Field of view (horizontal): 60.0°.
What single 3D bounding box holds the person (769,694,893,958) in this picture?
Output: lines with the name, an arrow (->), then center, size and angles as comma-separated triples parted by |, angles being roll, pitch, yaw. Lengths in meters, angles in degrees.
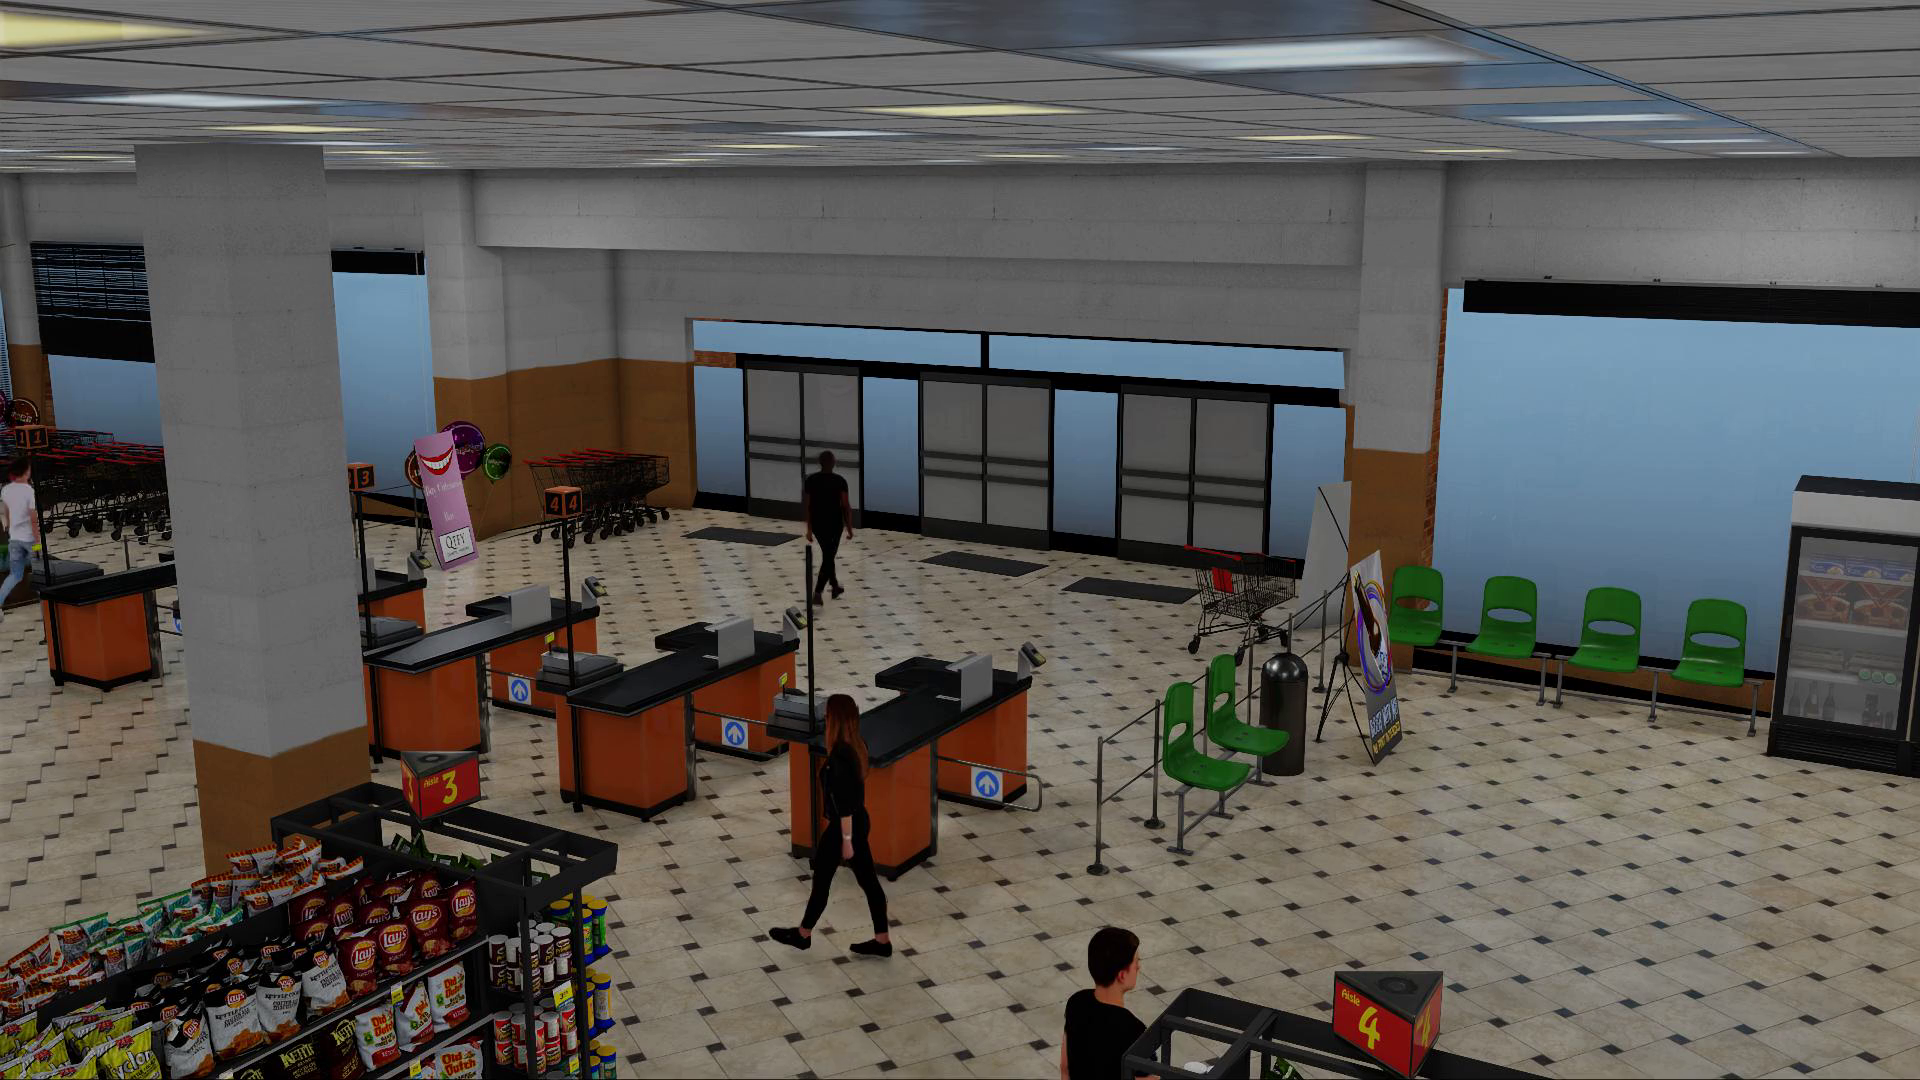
person -> -0.605, 1.803, 10.312 | 0.847, 1.679, 1.023 | 3, 12, 15

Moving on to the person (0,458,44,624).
person -> -10.370, 0.041, 18.326 | 0.875, 1.825, 1.163 | 3, 12, 12

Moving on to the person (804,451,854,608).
person -> -1.548, -0.086, 19.052 | 0.850, 1.775, 1.259 | 4, 13, 18

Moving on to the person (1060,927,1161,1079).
person -> 0.510, 2.493, 6.719 | 1.309, 1.810, 1.125 | -6, 13, -25
